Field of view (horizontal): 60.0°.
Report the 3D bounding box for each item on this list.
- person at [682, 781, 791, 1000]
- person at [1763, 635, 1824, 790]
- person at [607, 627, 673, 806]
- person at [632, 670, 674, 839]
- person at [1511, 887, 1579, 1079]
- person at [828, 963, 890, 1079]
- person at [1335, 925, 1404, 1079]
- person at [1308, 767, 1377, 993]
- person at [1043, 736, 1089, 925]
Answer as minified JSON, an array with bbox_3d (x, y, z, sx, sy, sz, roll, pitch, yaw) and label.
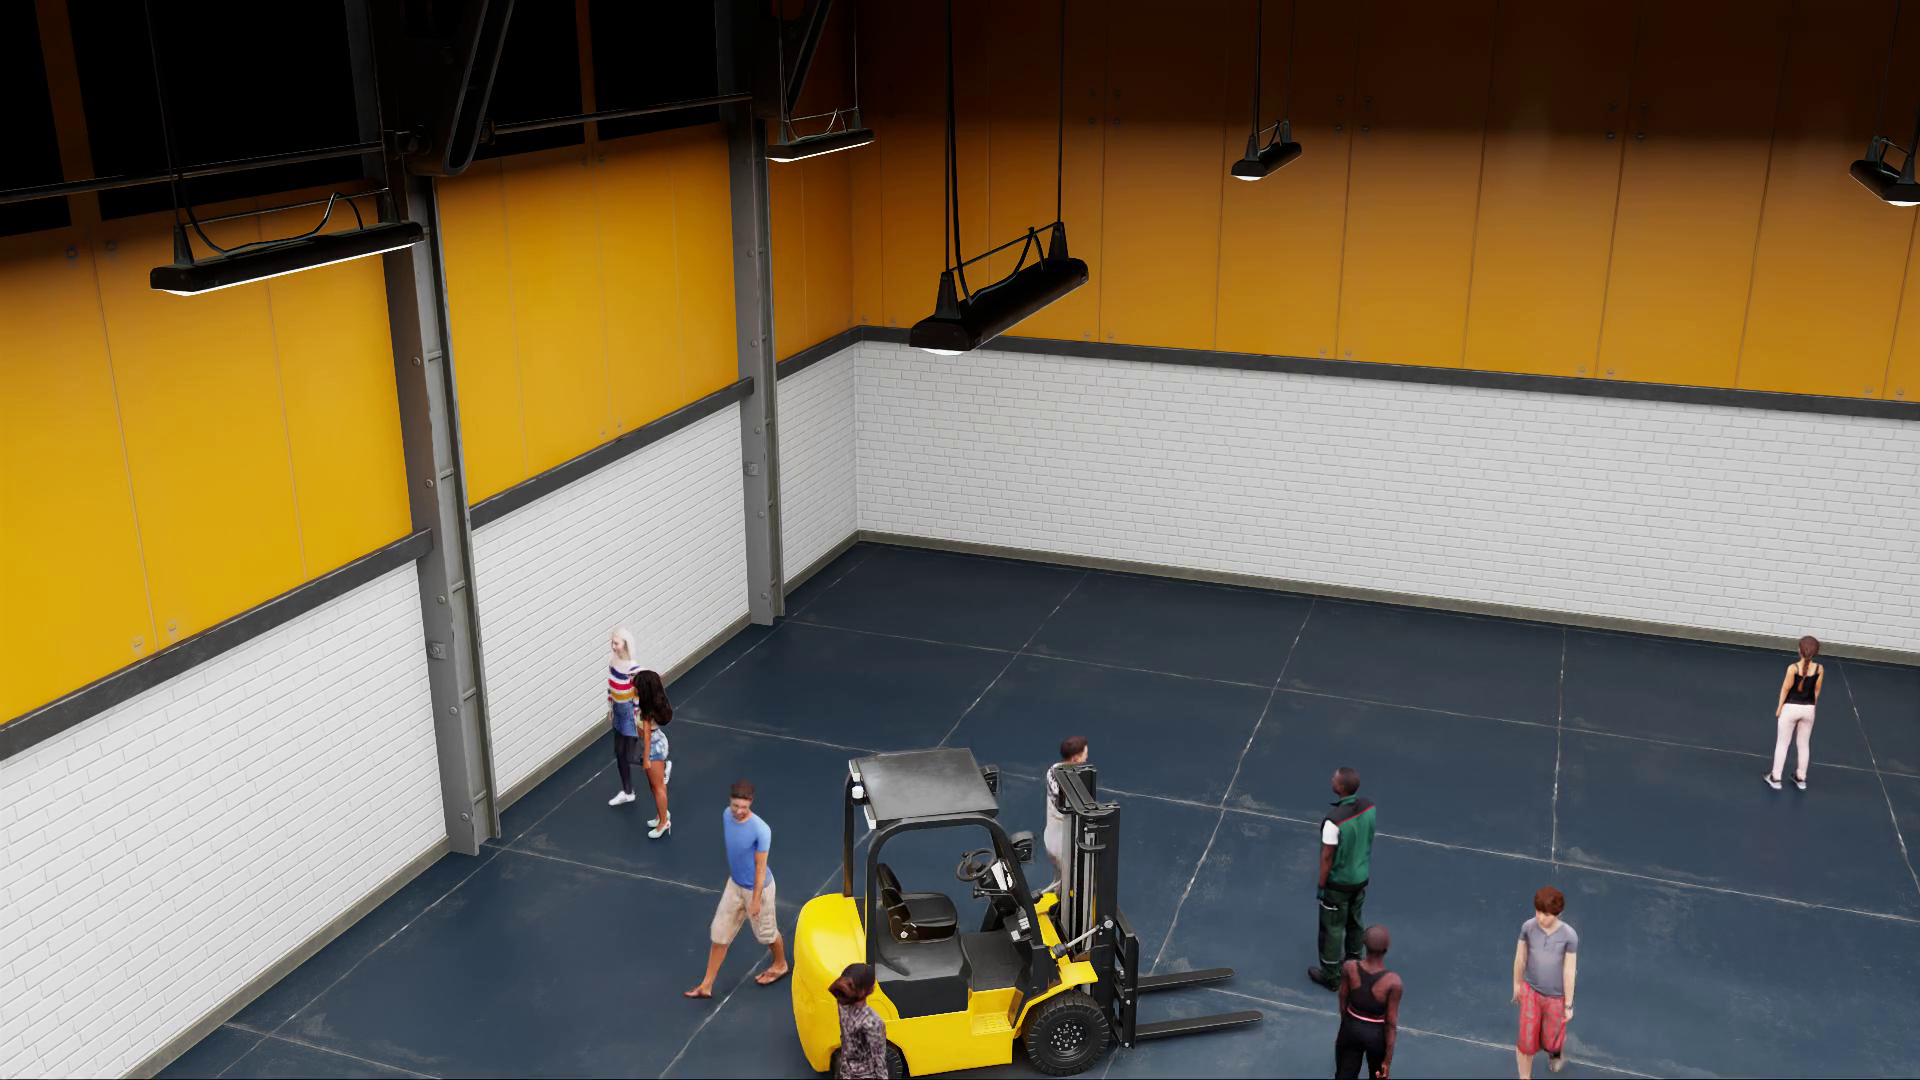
[{"bbox_3d":[-1.540,2.632,12.752,0.953,1.816,1.268,17,25,40],"label":"person"},{"bbox_3d":[8.090,1.654,16.053,0.583,1.563,0.588,1,19,3],"label":"person"},{"bbox_3d":[-3.068,1.641,15.729,1.015,1.794,0.899,-15,24,-37],"label":"person"},{"bbox_3d":[-2.789,1.930,15.142,0.718,1.621,0.632,-2,19,-7],"label":"person"},{"bbox_3d":[4.089,3.132,11.557,0.745,1.633,1.008,13,22,33],"label":"person"},{"bbox_3d":[-0.687,3.465,10.481,1.101,1.688,1.030,-9,21,-25],"label":"person"},{"bbox_3d":[2.582,3.337,10.823,0.693,1.711,1.224,10,21,27],"label":"person"},{"bbox_3d":[2.967,2.600,12.819,0.739,1.834,0.837,-13,22,-33],"label":"person"},{"bbox_3d":[0.745,2.433,13.317,0.857,1.833,0.775,-2,19,-5],"label":"person"}]
